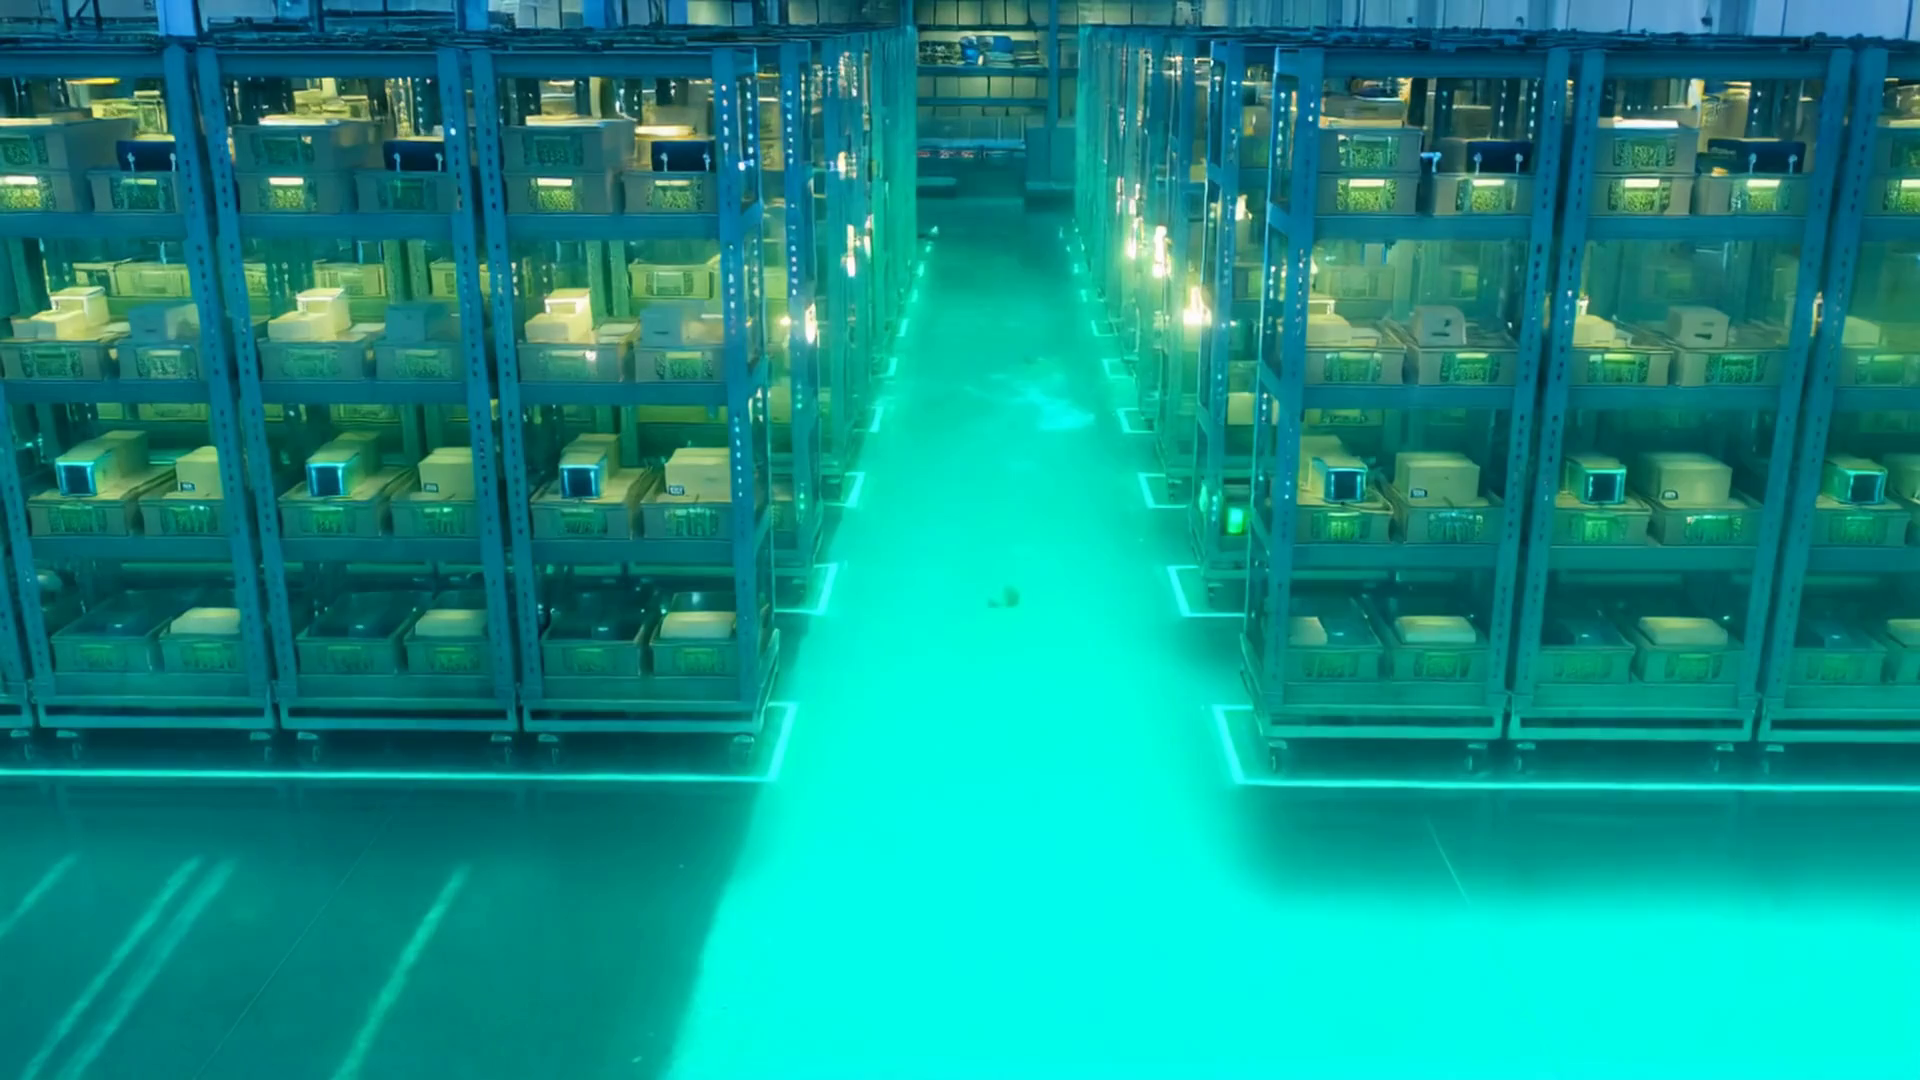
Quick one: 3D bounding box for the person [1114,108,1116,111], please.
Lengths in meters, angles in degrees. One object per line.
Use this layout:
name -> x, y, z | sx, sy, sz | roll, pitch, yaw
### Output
person -> 4.133, -11.134, 44.956 | 0.328, 1.767, 0.532 | 1, 17, 3

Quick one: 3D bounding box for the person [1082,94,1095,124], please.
person -> 3.320, -10.509, 42.585 | 0.623, 1.992, 0.397 | -2, 17, -5
